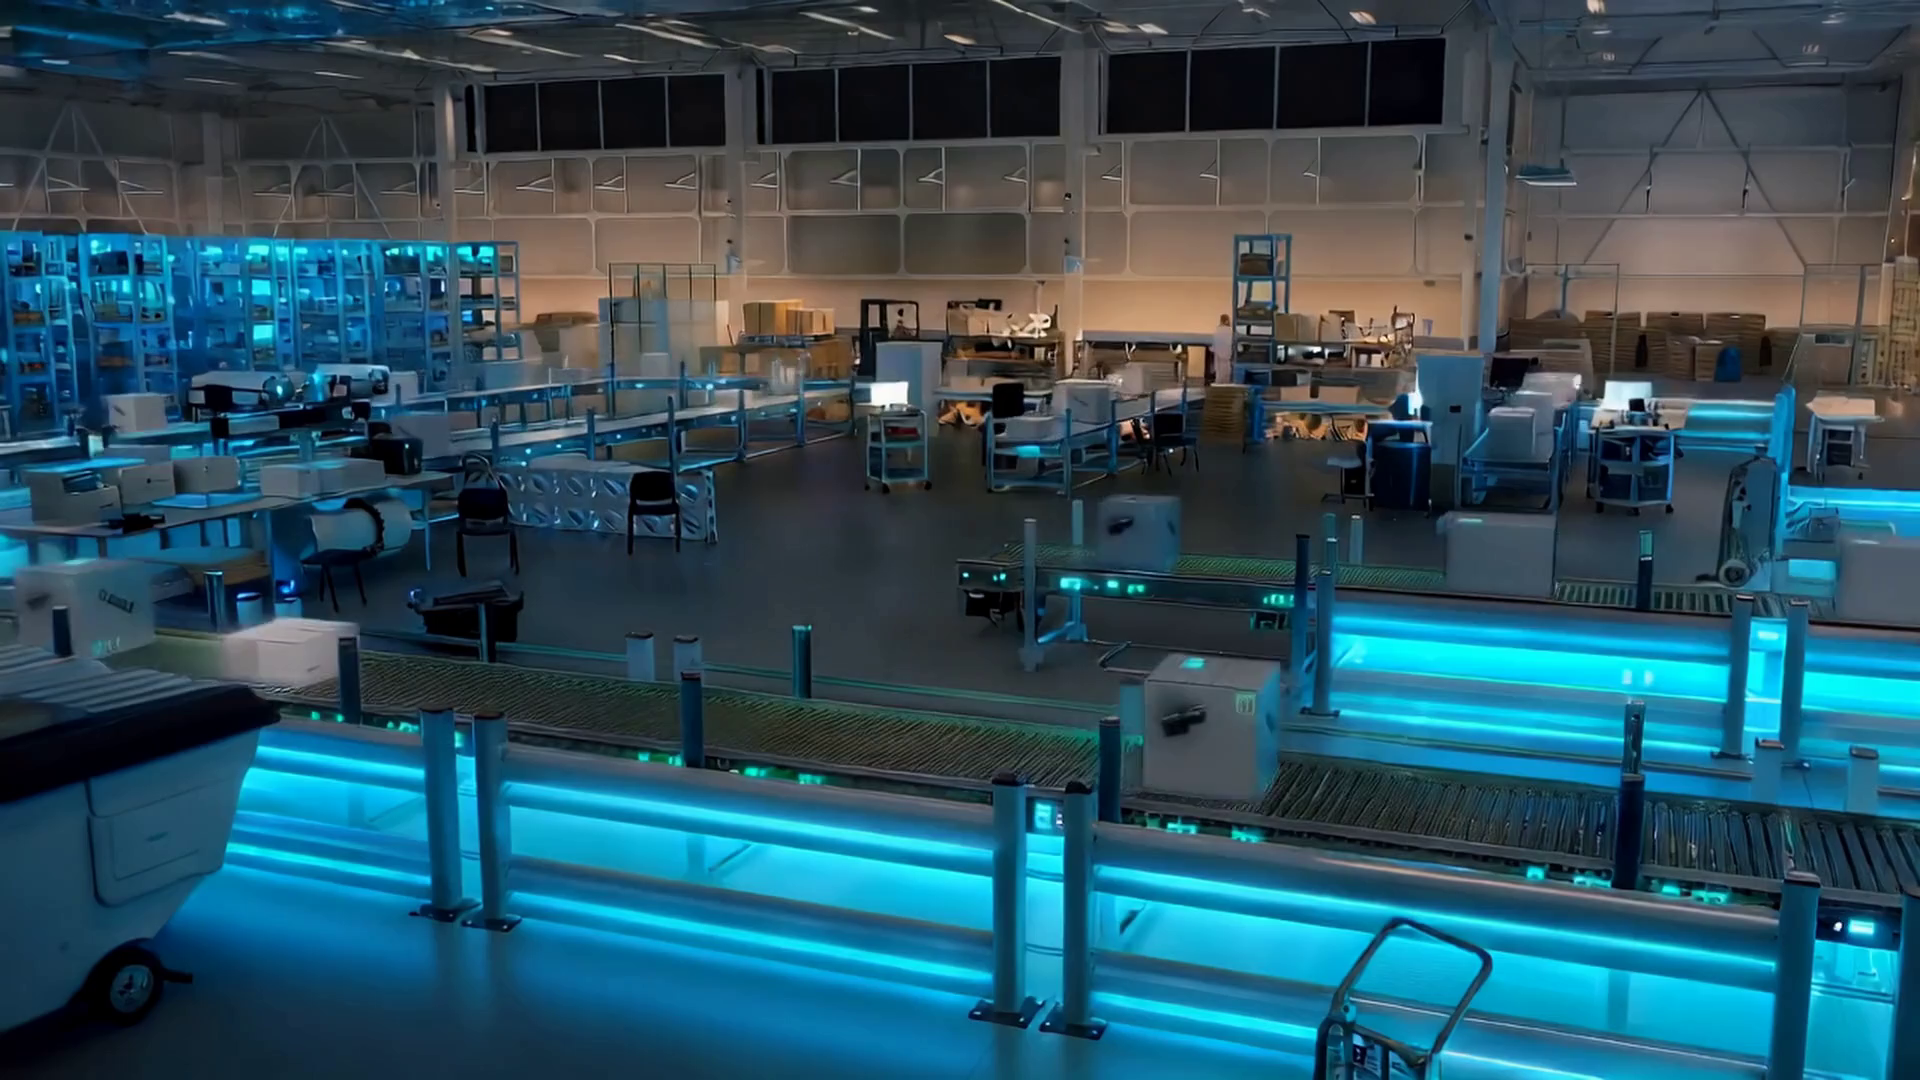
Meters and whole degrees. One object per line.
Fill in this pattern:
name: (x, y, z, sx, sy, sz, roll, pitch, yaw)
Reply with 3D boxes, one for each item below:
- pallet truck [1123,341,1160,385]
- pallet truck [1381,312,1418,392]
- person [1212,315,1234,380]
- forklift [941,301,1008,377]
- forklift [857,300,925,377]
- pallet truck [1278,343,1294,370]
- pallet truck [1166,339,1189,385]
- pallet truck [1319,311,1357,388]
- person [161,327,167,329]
pallet truck: (4.445, -4.380, 41.279, 0.680, 1.201, 1.601, 4, 10, 22)
pallet truck: (10.207, -4.283, 38.369, 0.823, 1.965, 1.885, 3, 10, 20)
person: (6.257, -4.409, 39.509, 0.656, 1.881, 0.660, -9, 13, -44)
forklift: (0.365, -4.966, 41.571, 1.157, 1.987, 2.680, 3, 10, 20)
forklift: (-1.732, -5.109, 42.468, 1.157, 1.987, 2.680, 4, 10, 22)
pallet truck: (7.886, -4.163, 39.743, 0.653, 1.274, 1.630, 4, 10, 22)
pallet truck: (5.418, -4.269, 40.420, 0.704, 1.261, 1.522, 3, 10, 20)
pallet truck: (9.071, -4.419, 39.190, 0.823, 1.965, 1.885, 5, 10, 26)
person: (-17.724, -4.012, 37.228, 0.567, 1.836, 0.389, 7, 12, 38)
